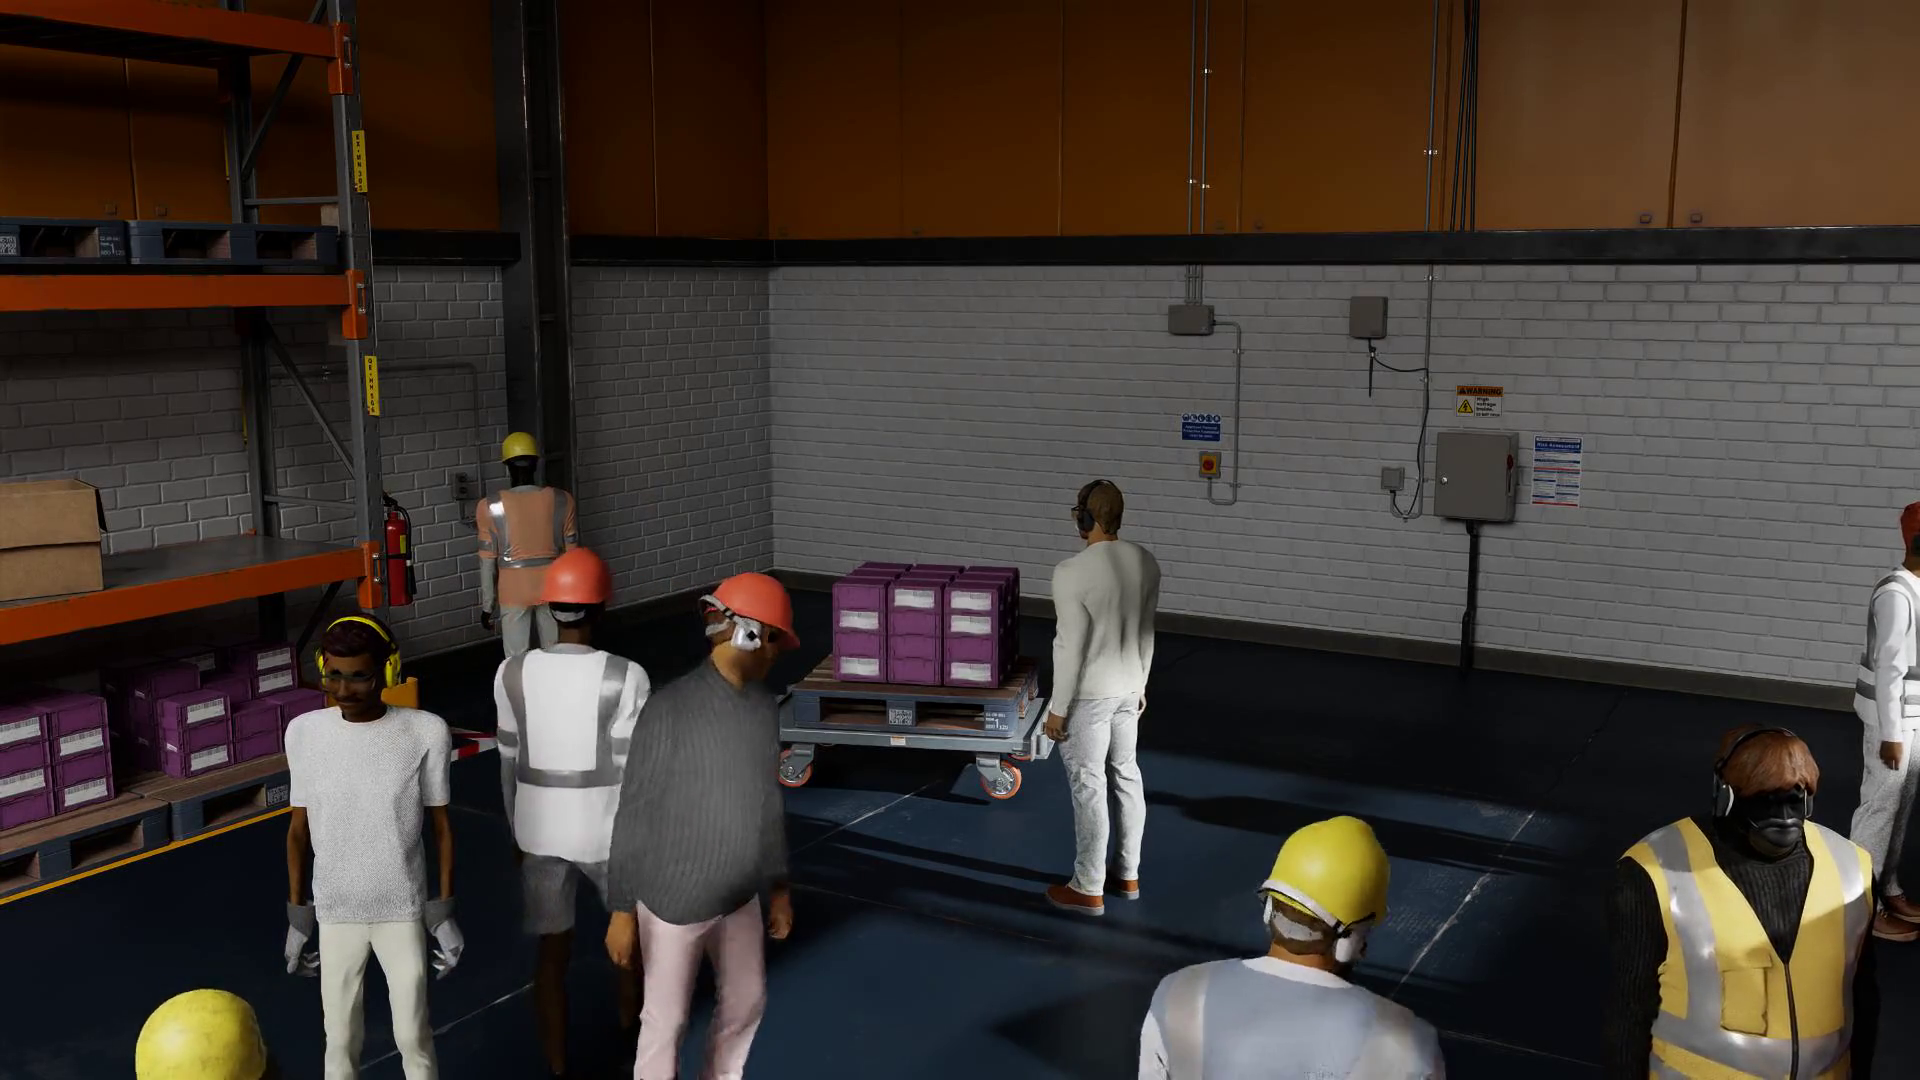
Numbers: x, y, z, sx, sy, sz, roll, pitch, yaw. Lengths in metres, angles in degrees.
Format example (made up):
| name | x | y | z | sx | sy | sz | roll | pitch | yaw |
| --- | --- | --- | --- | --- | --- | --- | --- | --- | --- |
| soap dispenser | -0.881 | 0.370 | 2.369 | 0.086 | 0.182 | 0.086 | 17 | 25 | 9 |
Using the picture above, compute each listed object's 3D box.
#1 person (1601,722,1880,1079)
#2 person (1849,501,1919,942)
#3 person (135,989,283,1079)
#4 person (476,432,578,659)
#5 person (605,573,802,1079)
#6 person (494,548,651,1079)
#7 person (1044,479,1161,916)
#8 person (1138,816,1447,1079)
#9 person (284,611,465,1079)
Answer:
| name | x | y | z | sx | sy | sz | roll | pitch | yaw |
| --- | --- | --- | --- | --- | --- | --- | --- | --- | --- |
| person | 1.804 | 1.315 | 3.861 | 0.621 | 1.837 | 0.429 | 0 | 9 | -2 |
| person | 4.046 | 0.766 | 7.152 | 0.345 | 1.878 | 0.579 | 9 | 12 | 43 |
| person | -1.226 | 1.540 | 2.896 | 0.492 | 1.701 | 0.900 | -4 | 10 | -21 |
| person | -2.534 | 0.324 | 9.781 | 0.584 | 1.919 | 0.375 | -5 | 10 | -27 |
| person | -0.795 | 1.083 | 4.995 | 0.384 | 1.949 | 0.759 | 6 | 11 | 34 |
| person | -1.297 | 0.975 | 5.725 | 0.556 | 1.908 | 0.741 | 0 | 9 | 3 |
| person | 0.621 | 0.693 | 7.412 | 0.635 | 1.938 | 0.361 | -9 | 13 | -43 |
| person | 0.641 | 1.430 | 3.287 | 0.610 | 1.783 | 0.878 | 5 | 10 | 29 |
| person | -1.745 | 1.126 | 4.948 | 0.520 | 1.865 | 0.328 | -1 | 9 | -7 |
